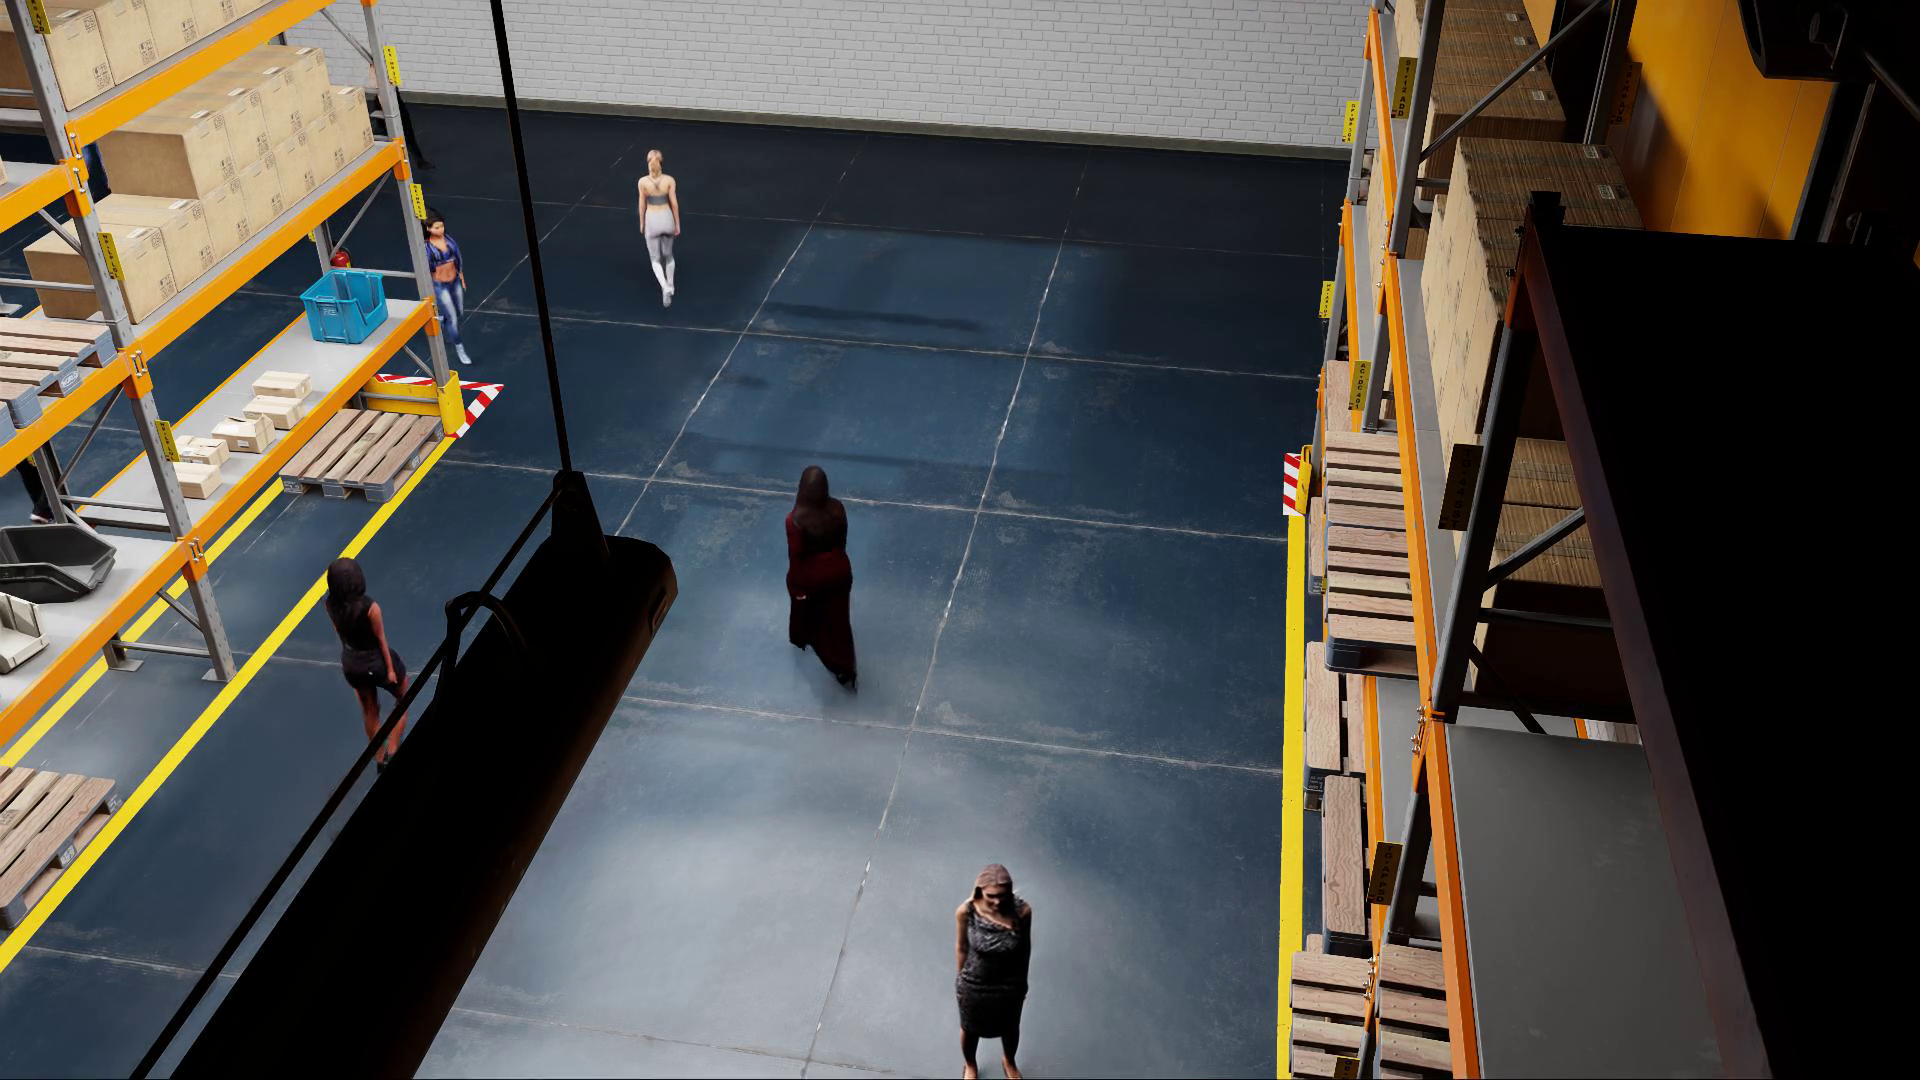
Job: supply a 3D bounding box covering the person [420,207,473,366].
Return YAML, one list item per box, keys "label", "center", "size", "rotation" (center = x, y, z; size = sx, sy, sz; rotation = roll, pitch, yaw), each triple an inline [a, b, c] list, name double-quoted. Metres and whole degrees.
- label: "person"
  center: [-5.156, -2.541, 16.552]
  size: [0.939, 1.604, 0.955]
  rotation: [26, 42, 33]

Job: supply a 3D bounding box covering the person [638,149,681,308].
- label: "person"
  center: [-3.171, -3.279, 17.591]
  size: [0.848, 1.684, 1.051]
  rotation: [-9, 35, -13]

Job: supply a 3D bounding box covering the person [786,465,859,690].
- label: "person"
  center: [-0.976, 0.338, 12.134]
  size: [1.096, 1.701, 1.171]
  rotation: [-24, 40, -31]

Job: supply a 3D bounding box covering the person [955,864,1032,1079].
- label: "person"
  center: [0.171, 2.379, 9.064]
  size: [0.587, 1.700, 0.544]
  rotation: [0, 34, 0]

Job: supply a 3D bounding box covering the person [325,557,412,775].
- label: "person"
  center: [-4.042, 0.914, 11.241]
  size: [0.645, 1.730, 0.647]
  rotation: [11, 35, 16]

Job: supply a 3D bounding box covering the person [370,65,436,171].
- label: "person"
  center: [-7.221, -5.440, 20.882]
  size: [0.880, 1.640, 1.142]
  rotation: [15, 36, 21]
